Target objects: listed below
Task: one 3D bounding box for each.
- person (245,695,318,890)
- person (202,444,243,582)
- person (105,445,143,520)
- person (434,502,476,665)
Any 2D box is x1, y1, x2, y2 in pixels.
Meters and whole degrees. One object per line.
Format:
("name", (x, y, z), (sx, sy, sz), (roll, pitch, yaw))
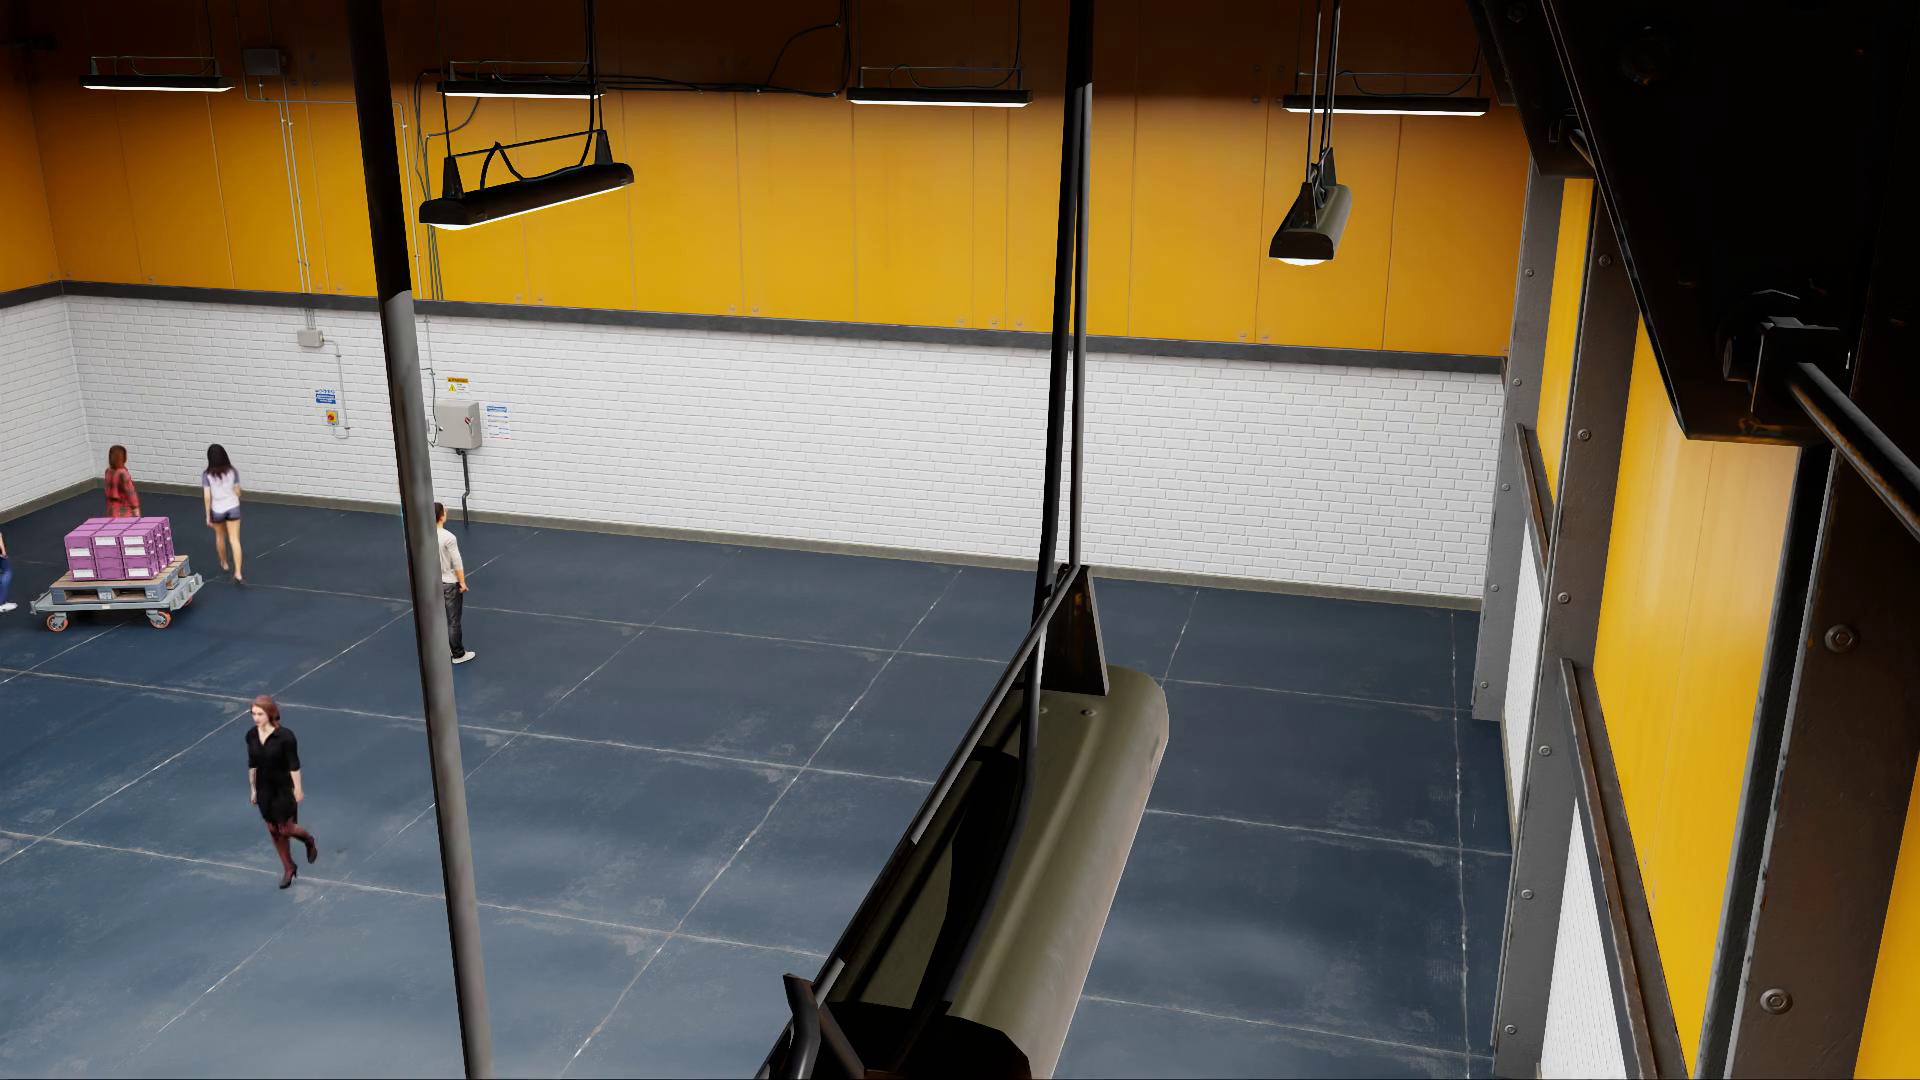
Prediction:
("person", (-5.528, 2.015, 13.589), (0.577, 1.696, 0.681), (5, 19, 14))
("person", (-9.007, -0.295, 20.468), (1.109, 1.683, 1.195), (-11, 22, -30))
("person", (-10.430, -0.320, 20.540), (0.737, 1.684, 0.729), (13, 22, 33))
("person", (-5.594, 0.461, 18.021), (0.662, 1.812, 0.569), (7, 20, 20))
